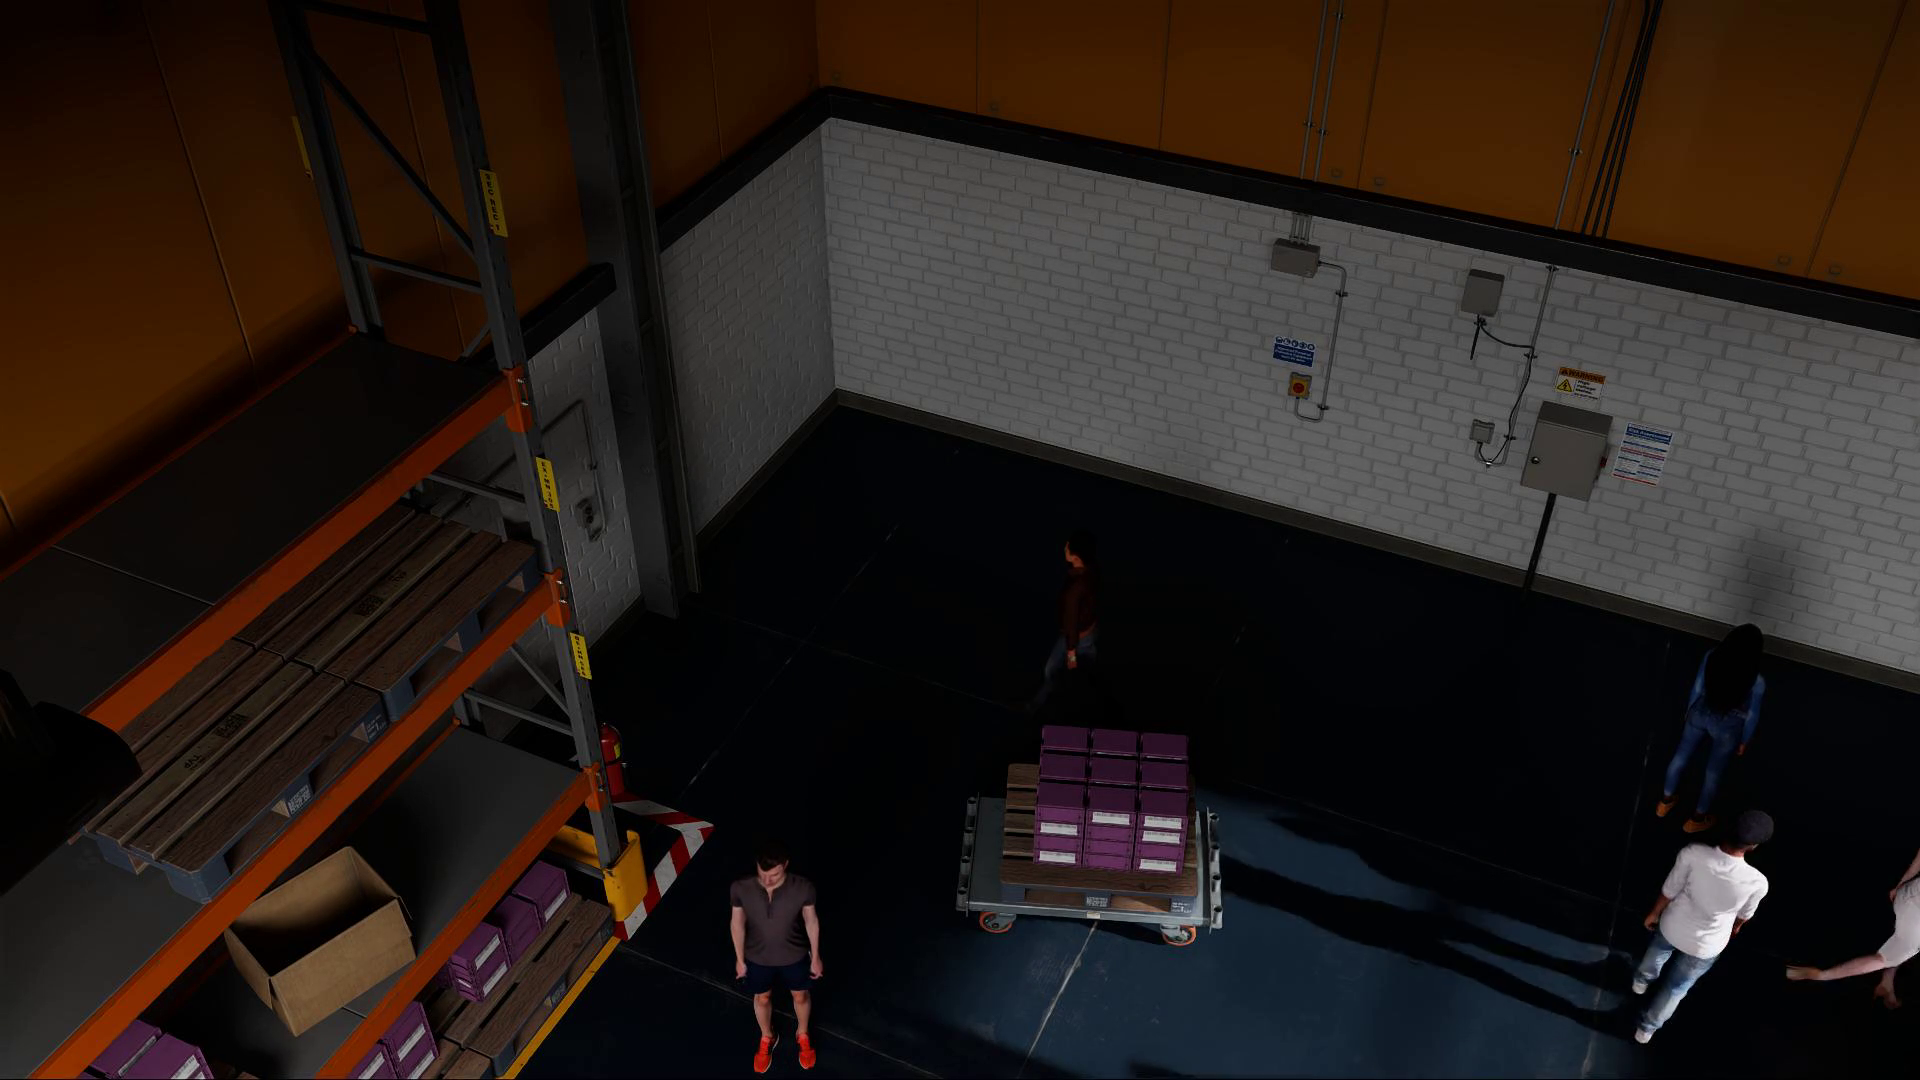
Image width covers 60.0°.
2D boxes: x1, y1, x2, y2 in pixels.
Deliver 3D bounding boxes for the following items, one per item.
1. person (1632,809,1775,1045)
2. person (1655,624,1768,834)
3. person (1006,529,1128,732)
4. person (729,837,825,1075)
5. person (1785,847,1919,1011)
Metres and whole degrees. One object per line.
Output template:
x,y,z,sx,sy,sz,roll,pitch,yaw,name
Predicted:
4.147,2.253,9.447,0.789,1.777,0.925,27,46,29,person
4.901,1.212,10.802,0.662,1.712,0.672,-26,46,-29,person
0.901,0.680,11.453,0.737,1.733,1.048,17,42,20,person
-1.020,2.301,9.323,0.731,1.857,0.716,-2,39,-2,person
5.371,2.173,9.548,0.897,1.777,1.042,0,39,1,person
